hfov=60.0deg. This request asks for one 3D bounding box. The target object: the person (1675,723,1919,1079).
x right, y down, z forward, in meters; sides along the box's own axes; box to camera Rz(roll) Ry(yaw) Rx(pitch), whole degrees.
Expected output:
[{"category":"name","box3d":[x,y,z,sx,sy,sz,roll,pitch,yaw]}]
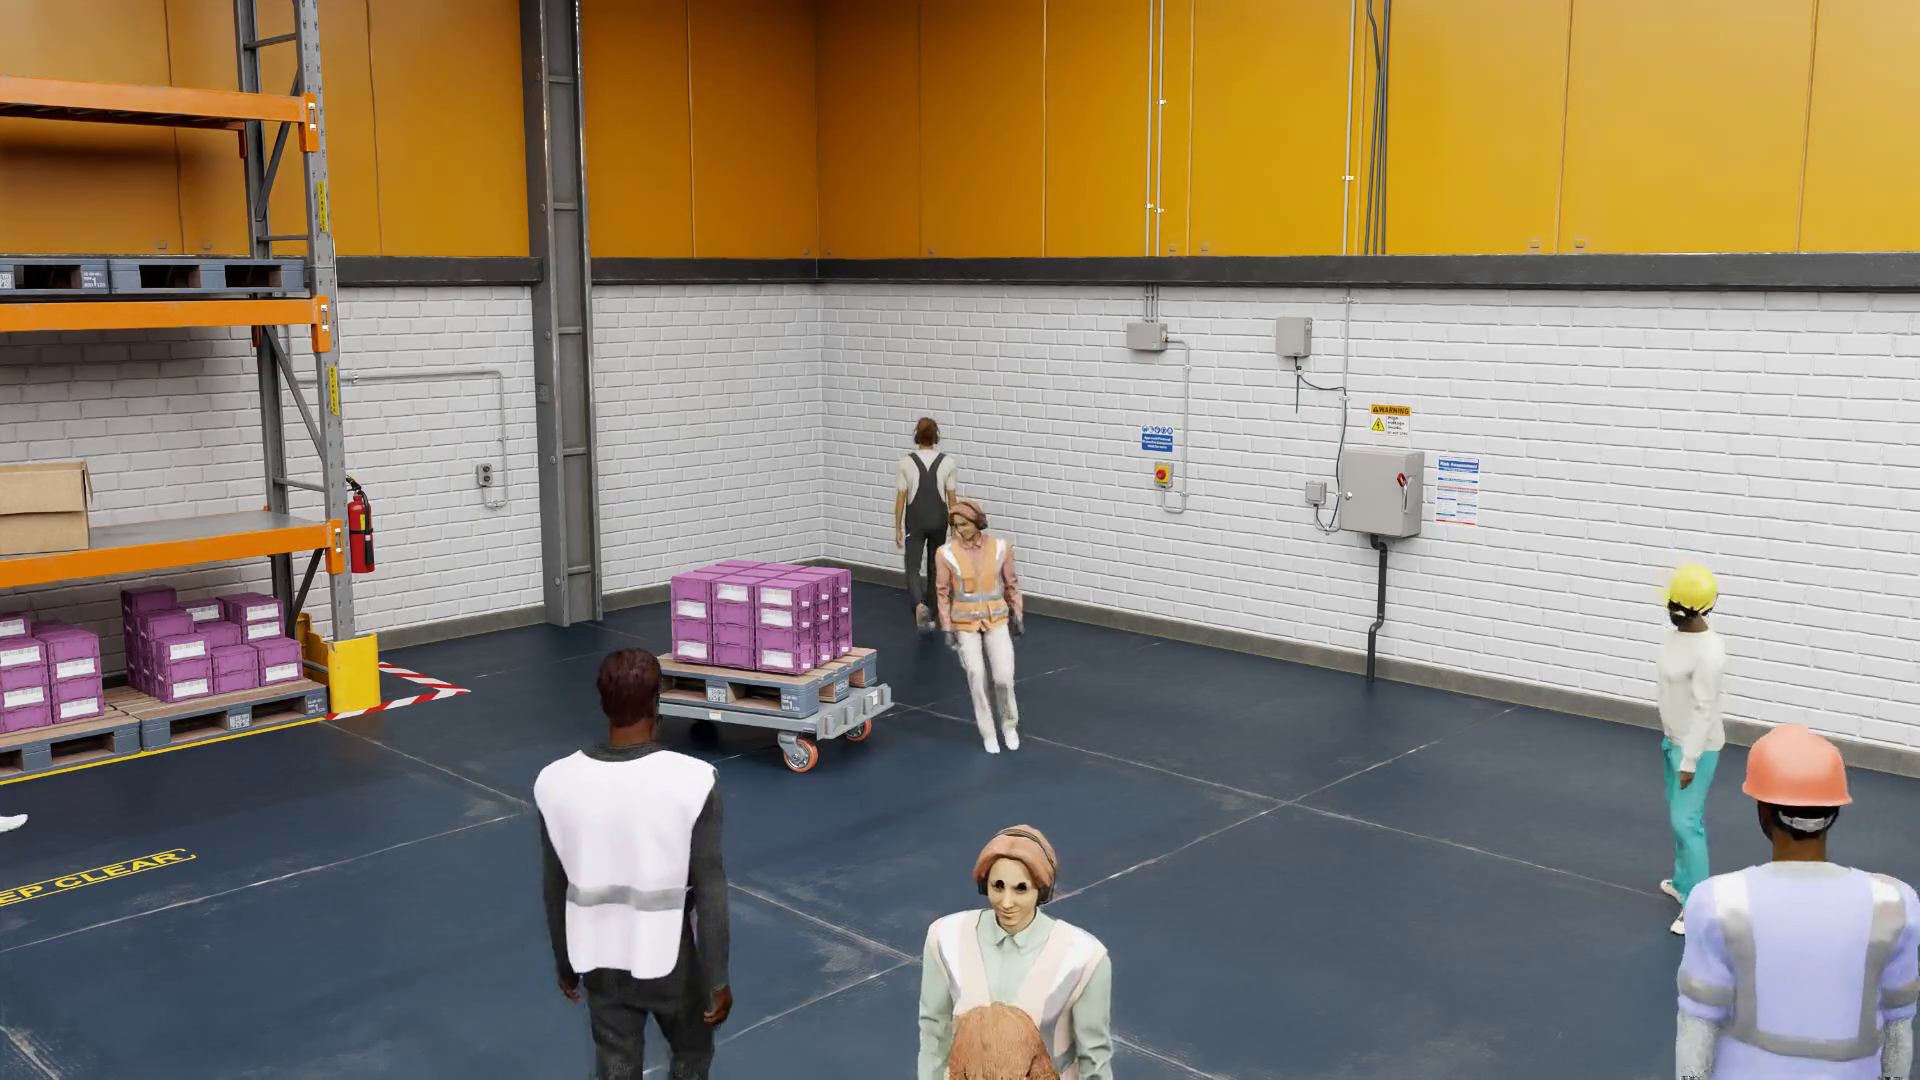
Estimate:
[{"category":"person","box3d":[2.080,1.410,4.163,0.568,1.923,0.705,3,10,17]}]

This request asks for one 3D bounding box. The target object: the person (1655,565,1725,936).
[{"category":"person","box3d":[3.343,0.928,7.719,0.367,1.718,0.696,1,9,6]}]

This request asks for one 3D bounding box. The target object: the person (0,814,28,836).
[{"category":"person","box3d":[-5.302,0.736,8.435,0.607,1.874,1.015,5,11,29]}]

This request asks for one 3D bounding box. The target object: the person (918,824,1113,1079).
[{"category":"person","box3d":[0.146,1.527,4.319,0.515,1.637,0.312,3,10,19]}]

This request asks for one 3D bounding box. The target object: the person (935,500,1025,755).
[{"category":"person","box3d":[0.133,0.545,10.359,0.575,1.611,0.363,-1,9,-5]}]

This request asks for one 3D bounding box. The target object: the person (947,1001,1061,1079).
[{"category":"person","box3d":[0.053,1.714,3.295,0.856,1.588,0.534,-8,12,-39]}]

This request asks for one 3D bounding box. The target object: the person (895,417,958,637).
[{"category":"person","box3d":[-0.269,-0.103,13.712,0.526,1.825,0.776,-1,9,-6]}]

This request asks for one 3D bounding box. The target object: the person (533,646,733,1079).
[{"category":"person","box3d":[-0.979,1.268,5.081,0.613,1.898,0.467,1,9,9]}]
